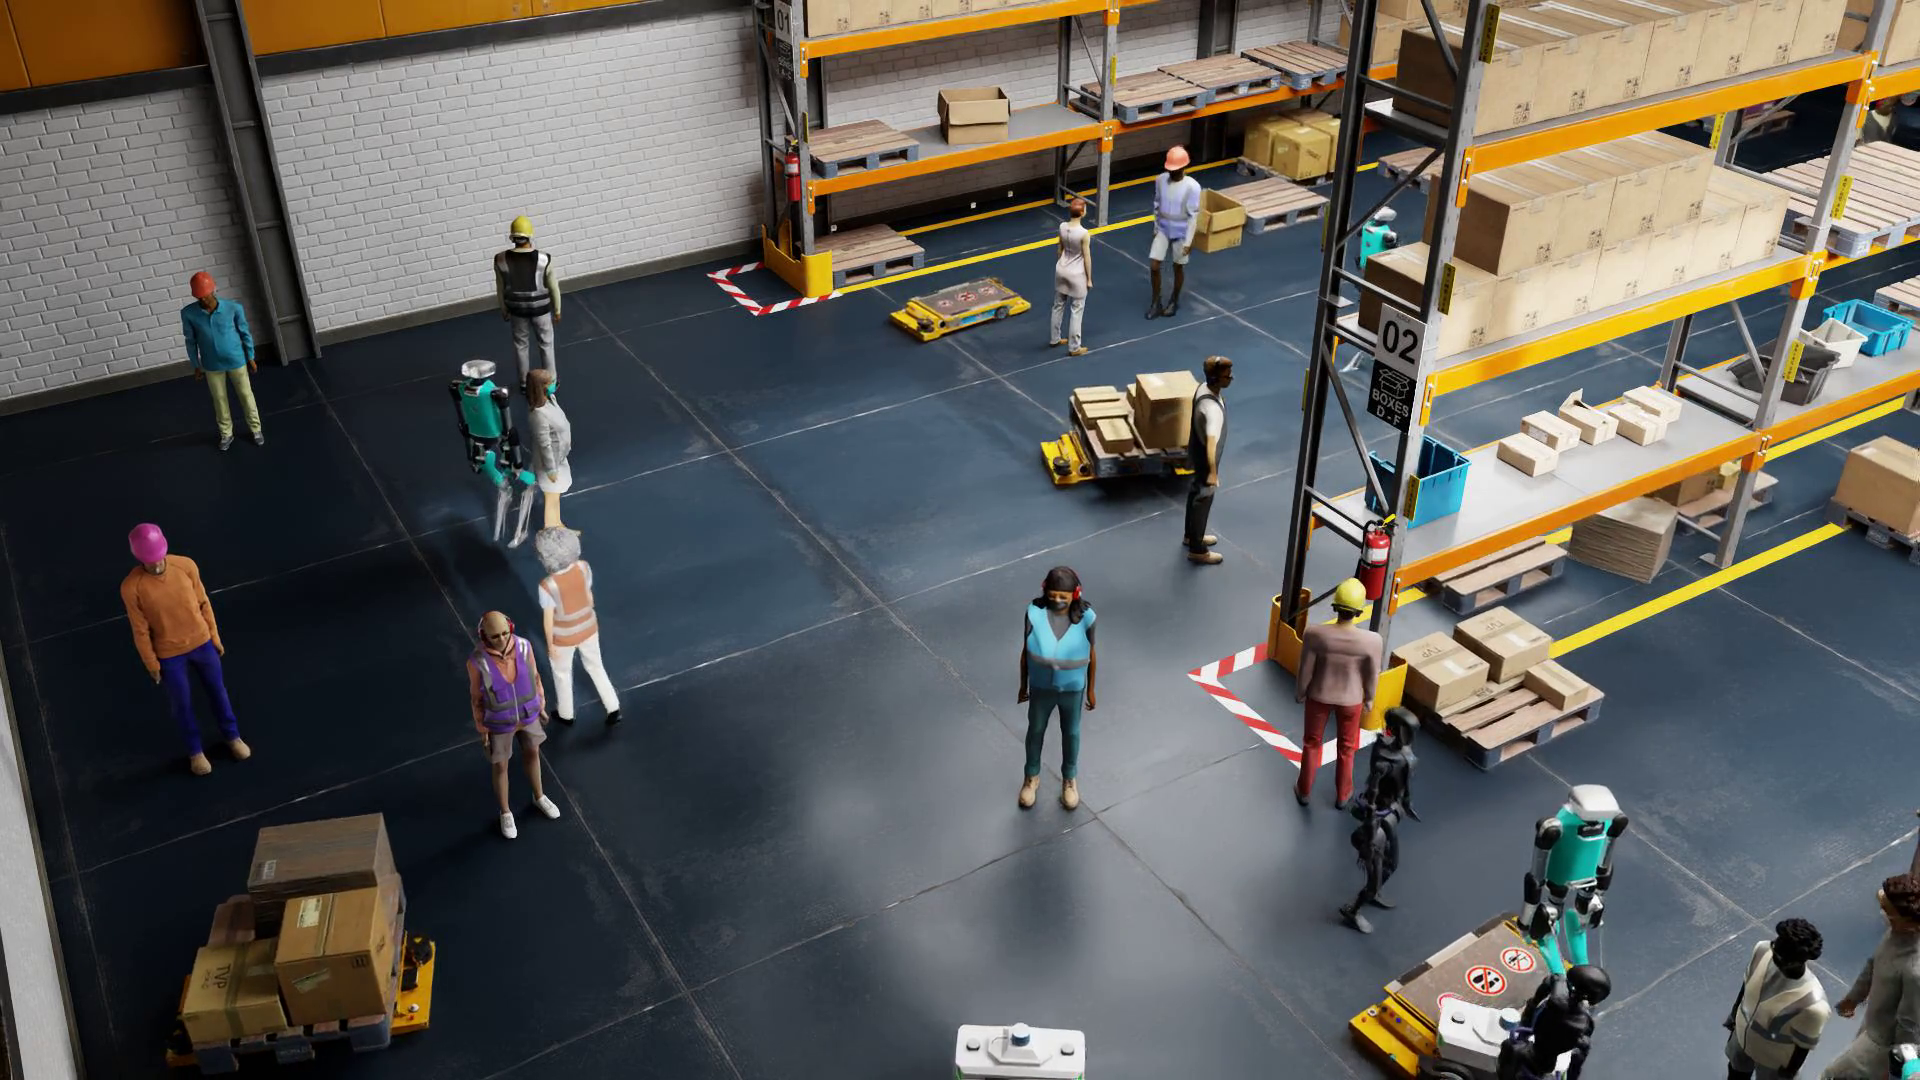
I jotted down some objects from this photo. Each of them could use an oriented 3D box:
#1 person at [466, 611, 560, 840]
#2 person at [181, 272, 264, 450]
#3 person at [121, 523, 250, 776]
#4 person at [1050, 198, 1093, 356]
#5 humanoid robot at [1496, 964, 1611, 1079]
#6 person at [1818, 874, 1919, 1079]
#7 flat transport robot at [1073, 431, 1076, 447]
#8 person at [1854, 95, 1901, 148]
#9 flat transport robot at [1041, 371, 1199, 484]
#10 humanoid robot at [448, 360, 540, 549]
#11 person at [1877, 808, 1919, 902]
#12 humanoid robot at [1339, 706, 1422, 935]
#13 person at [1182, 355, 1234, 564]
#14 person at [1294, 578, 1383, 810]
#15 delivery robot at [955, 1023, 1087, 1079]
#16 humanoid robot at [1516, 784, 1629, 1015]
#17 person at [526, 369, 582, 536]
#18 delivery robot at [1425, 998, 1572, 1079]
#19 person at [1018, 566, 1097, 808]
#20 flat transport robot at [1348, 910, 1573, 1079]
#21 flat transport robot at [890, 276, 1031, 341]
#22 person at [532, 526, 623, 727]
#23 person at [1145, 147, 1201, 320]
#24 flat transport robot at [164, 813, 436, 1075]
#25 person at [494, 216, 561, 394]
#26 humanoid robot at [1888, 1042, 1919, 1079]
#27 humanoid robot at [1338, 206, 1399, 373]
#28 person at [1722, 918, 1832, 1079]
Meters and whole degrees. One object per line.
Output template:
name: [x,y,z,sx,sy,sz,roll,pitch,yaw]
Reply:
person: [-2.933,1.174,10.870,0.479,1.693,0.348,-22,38,-31]
person: [-6.792,-1.656,15.327,0.570,1.749,0.342,-9,33,-14]
person: [-5.308,0.723,11.331,0.520,1.973,0.399,-26,40,-35]
person: [1.156,-2.707,17.100,0.434,1.651,0.290,28,41,37]
humanoid robot: [2.843,2.712,8.485,0.594,1.642,0.607,6,33,9]
person: [4.755,2.510,8.566,0.462,1.877,0.544,13,34,19]
flat transport robot: [1.670,-1.048,15.755,0.659,0.231,1.431,23,39,32]
person: [10.878,-4.481,19.798,0.572,1.798,0.619,-11,34,-17]
flat transport robot: [1.512,-0.800,15.359,1.431,0.231,0.659,-5,32,-8]
humanoid robot: [-3.796,-0.731,13.908,0.540,1.844,0.651,11,34,16]
person: [6.065,1.565,10.177,0.455,1.768,0.340,-17,36,-25]
humanoid robot: [2.576,1.685,10.067,0.332,1.654,0.601,23,39,32]
person: [2.044,-0.674,13.675,0.334,1.844,0.511,0,32,0]
person: [2.489,1.021,11.046,0.532,1.766,0.325,6,33,10]
delivery robot: [0.356,2.917,9.176,0.797,0.608,0.499,2,32,3]
humanoid robot: [3.416,2.229,9.207,0.543,1.862,0.661,-9,33,-13]
person: [-3.379,-0.659,13.822,0.338,1.661,0.483,-3,32,-5]
delivery robot: [3.011,2.845,9.265,0.774,0.581,0.499,12,34,19]
person: [0.649,0.966,11.040,0.519,1.865,0.393,4,32,6]
flat transport robot: [3.025,2.705,9.769,1.431,0.231,0.659,-21,38,-29]
flat transport robot: [0.011,-2.529,18.117,1.431,0.231,0.659,-21,38,-29]
person: [-2.715,0.645,11.727,0.460,1.672,0.566,-26,41,-35]
person: [2.231,-3.232,17.684,0.552,1.914,0.641,18,36,26]
flat transport robot: [-3.860,2.688,9.798,1.431,0.231,0.659,-6,33,-9]
person: [-4.198,-2.281,16.266,0.600,1.820,0.403,-4,32,-6]
humanoid robot: [4.672,3.041,7.905,0.768,1.832,0.548,-6,33,-9]
humanoid robot: [4.264,-2.517,16.721,0.890,1.783,0.551,-16,36,-24]
person: [4.162,2.603,8.594,0.320,1.692,0.534,-8,33,-12]
